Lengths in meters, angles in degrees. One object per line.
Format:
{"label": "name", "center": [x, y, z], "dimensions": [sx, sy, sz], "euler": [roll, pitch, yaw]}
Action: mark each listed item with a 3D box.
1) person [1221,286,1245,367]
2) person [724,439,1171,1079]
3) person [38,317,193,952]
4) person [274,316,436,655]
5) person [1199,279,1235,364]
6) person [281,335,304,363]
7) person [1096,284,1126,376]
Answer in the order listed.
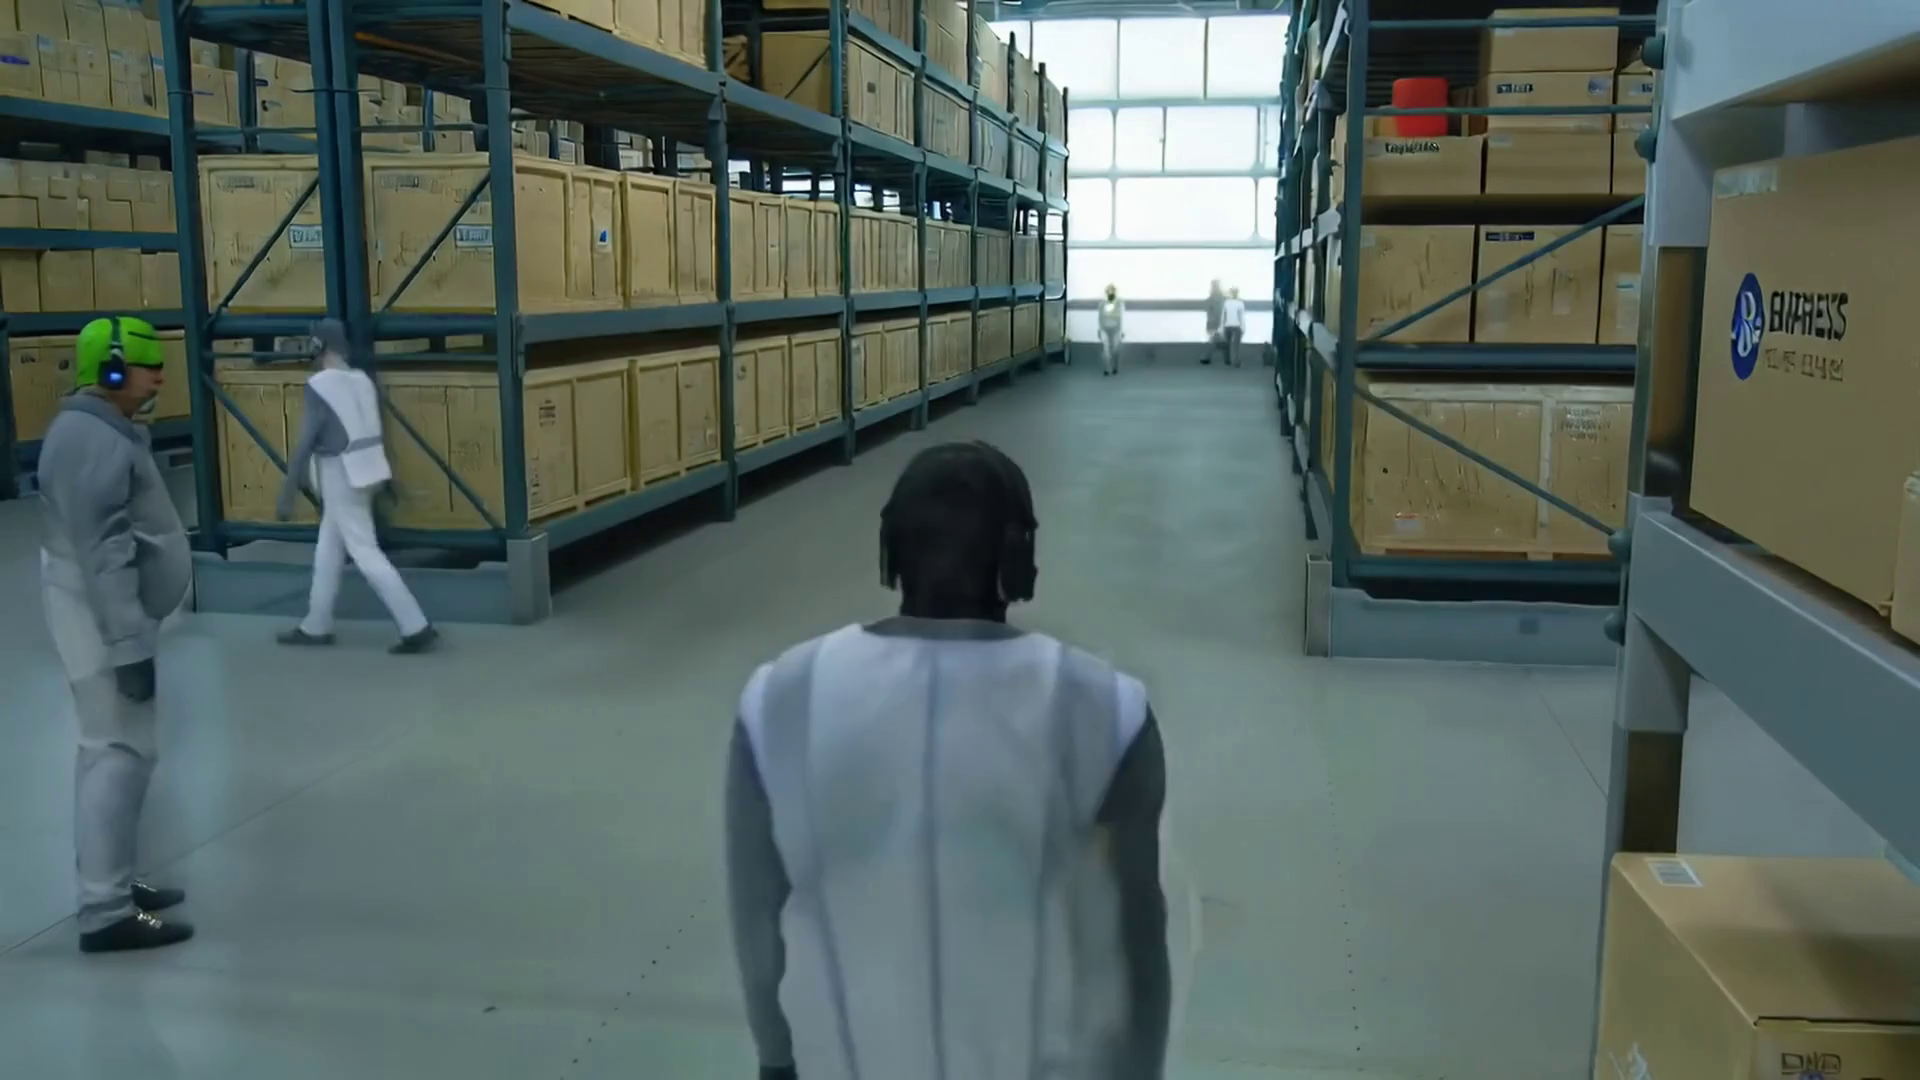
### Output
{"label": "person", "center": [5.855, -4.577, 35.704], "dimensions": [0.529, 1.711, 0.927], "euler": [3, 10, 17]}
{"label": "person", "center": [-0.018, 0.746, 2.440], "dimensions": [0.644, 1.792, 0.949], "euler": [2, 9, 10]}
{"label": "person", "center": [-2.529, 0.279, 5.039], "dimensions": [0.394, 1.893, 0.635], "euler": [-5, 10, -27]}
{"label": "person", "center": [-3.220, -0.279, 8.799], "dimensions": [0.959, 1.800, 0.575], "euler": [1, 9, 5]}
{"label": "person", "center": [5.686, -4.797, 36.572], "dimensions": [0.894, 1.879, 0.643], "euler": [-2, 9, -13]}
{"label": "person", "center": [-7.005, -1.604, 17.488], "dimensions": [0.281, 1.636, 0.500], "euler": [-5, 10, -28]}
{"label": "person", "center": [2.959, -4.105, 32.541], "dimensions": [0.584, 1.797, 0.895], "euler": [1, 9, 6]}
